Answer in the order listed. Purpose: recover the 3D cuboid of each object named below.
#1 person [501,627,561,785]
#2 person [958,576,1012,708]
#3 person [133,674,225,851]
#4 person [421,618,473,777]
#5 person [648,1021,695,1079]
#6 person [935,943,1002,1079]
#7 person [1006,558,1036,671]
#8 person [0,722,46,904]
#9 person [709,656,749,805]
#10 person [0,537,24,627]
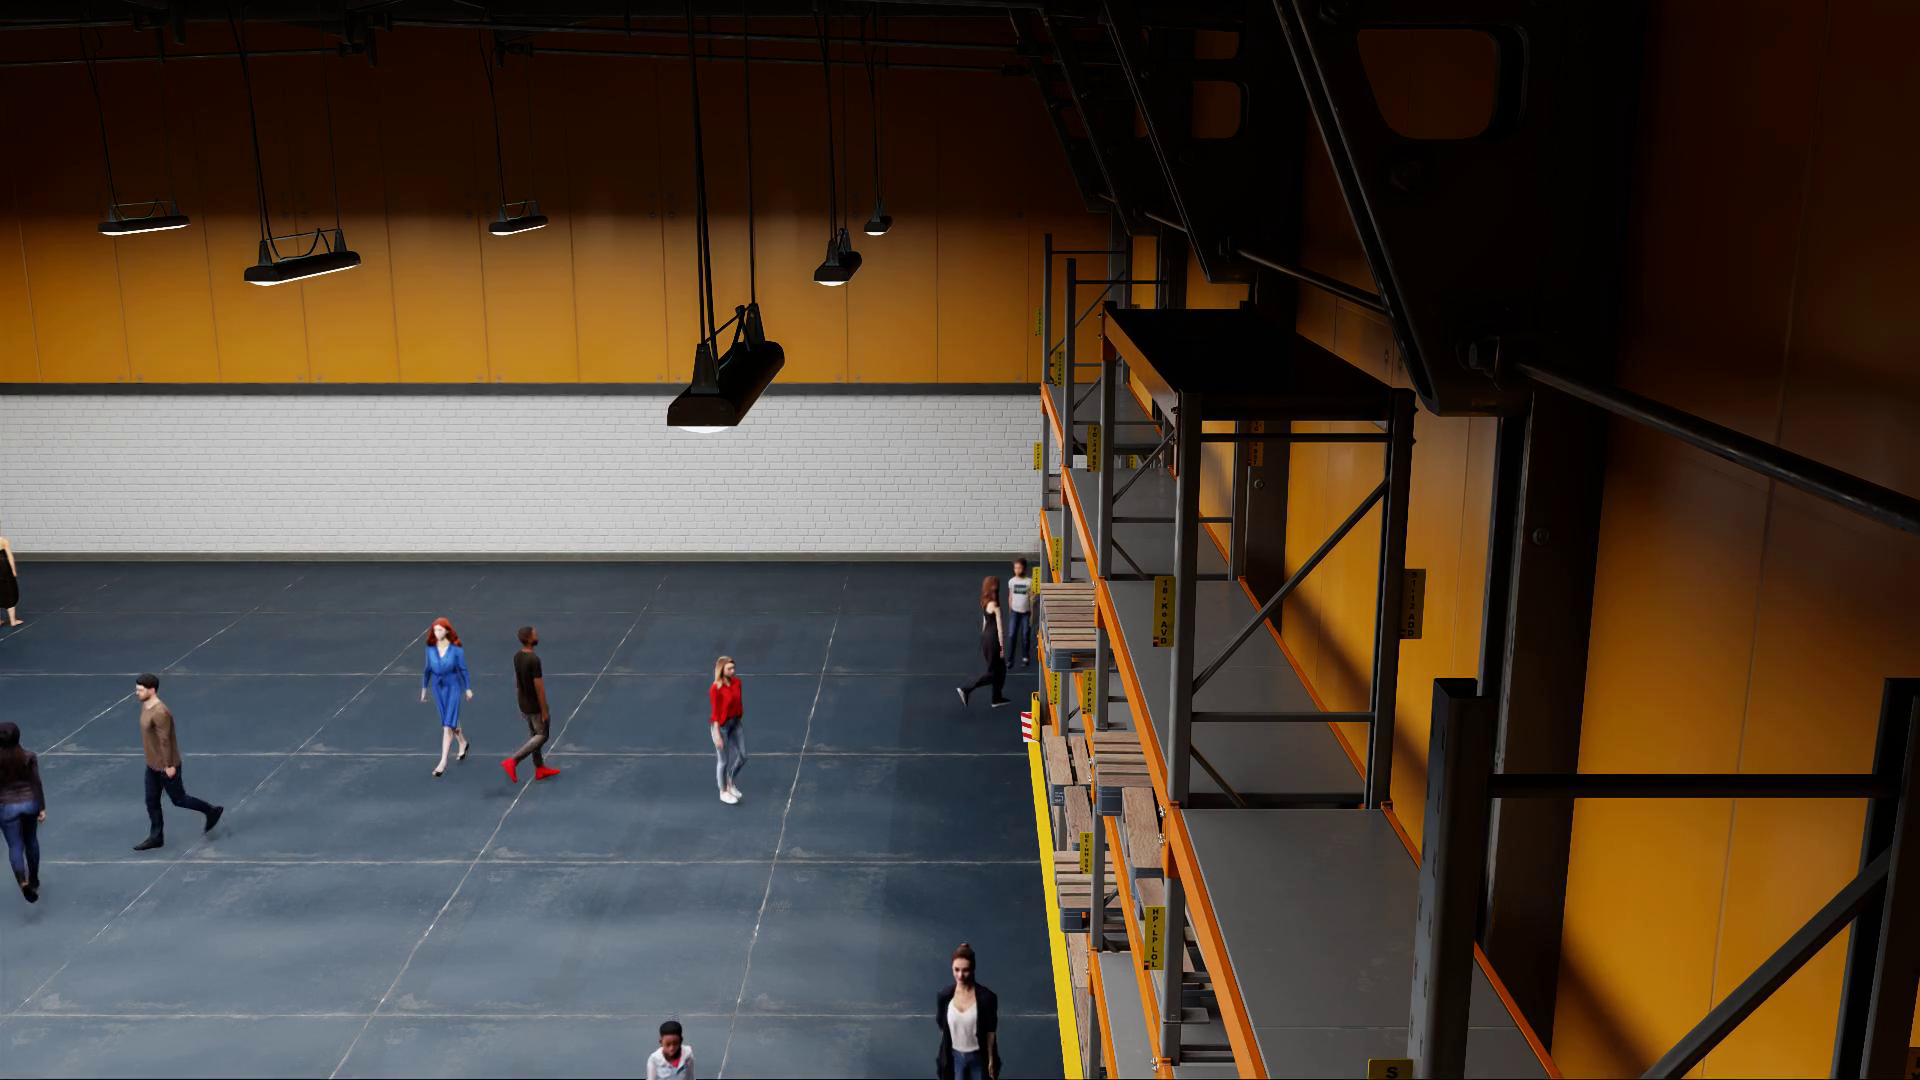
[{"bbox_3d":[-4.821,1.862,18.485,1.048,1.793,1.013,-12,18,-40],"label":"person"},{"bbox_3d":[0.315,1.321,20.867,0.871,1.722,1.002,-6,15,-23],"label":"person"},{"bbox_3d":[-7.984,2.222,16.858,1.098,1.858,1.180,13,19,43],"label":"person"},{"bbox_3d":[-5.797,1.755,18.969,0.815,1.774,1.190,3,14,12],"label":"person"},{"bbox_3d":[-1.976,3.843,11.454,0.572,1.252,0.643,-5,14,-18],"label":"person"},{"bbox_3d":[0.080,3.590,11.615,0.777,1.668,1.029,4,14,15],"label":"person"},{"bbox_3d":[0.861,0.985,22.662,0.731,1.532,1.024,4,14,15],"label":"person"},{"bbox_3d":[-8.838,2.594,15.625,0.979,1.716,1.159,-8,16,-29],"label":"person"},{"bbox_3d":[-2.581,2.036,17.987,0.797,1.689,0.717,10,17,37],"label":"person"},{"bbox_3d":[-14.202,0.474,24.574,0.575,1.624,0.557,0,14,-2],"label":"person"}]
